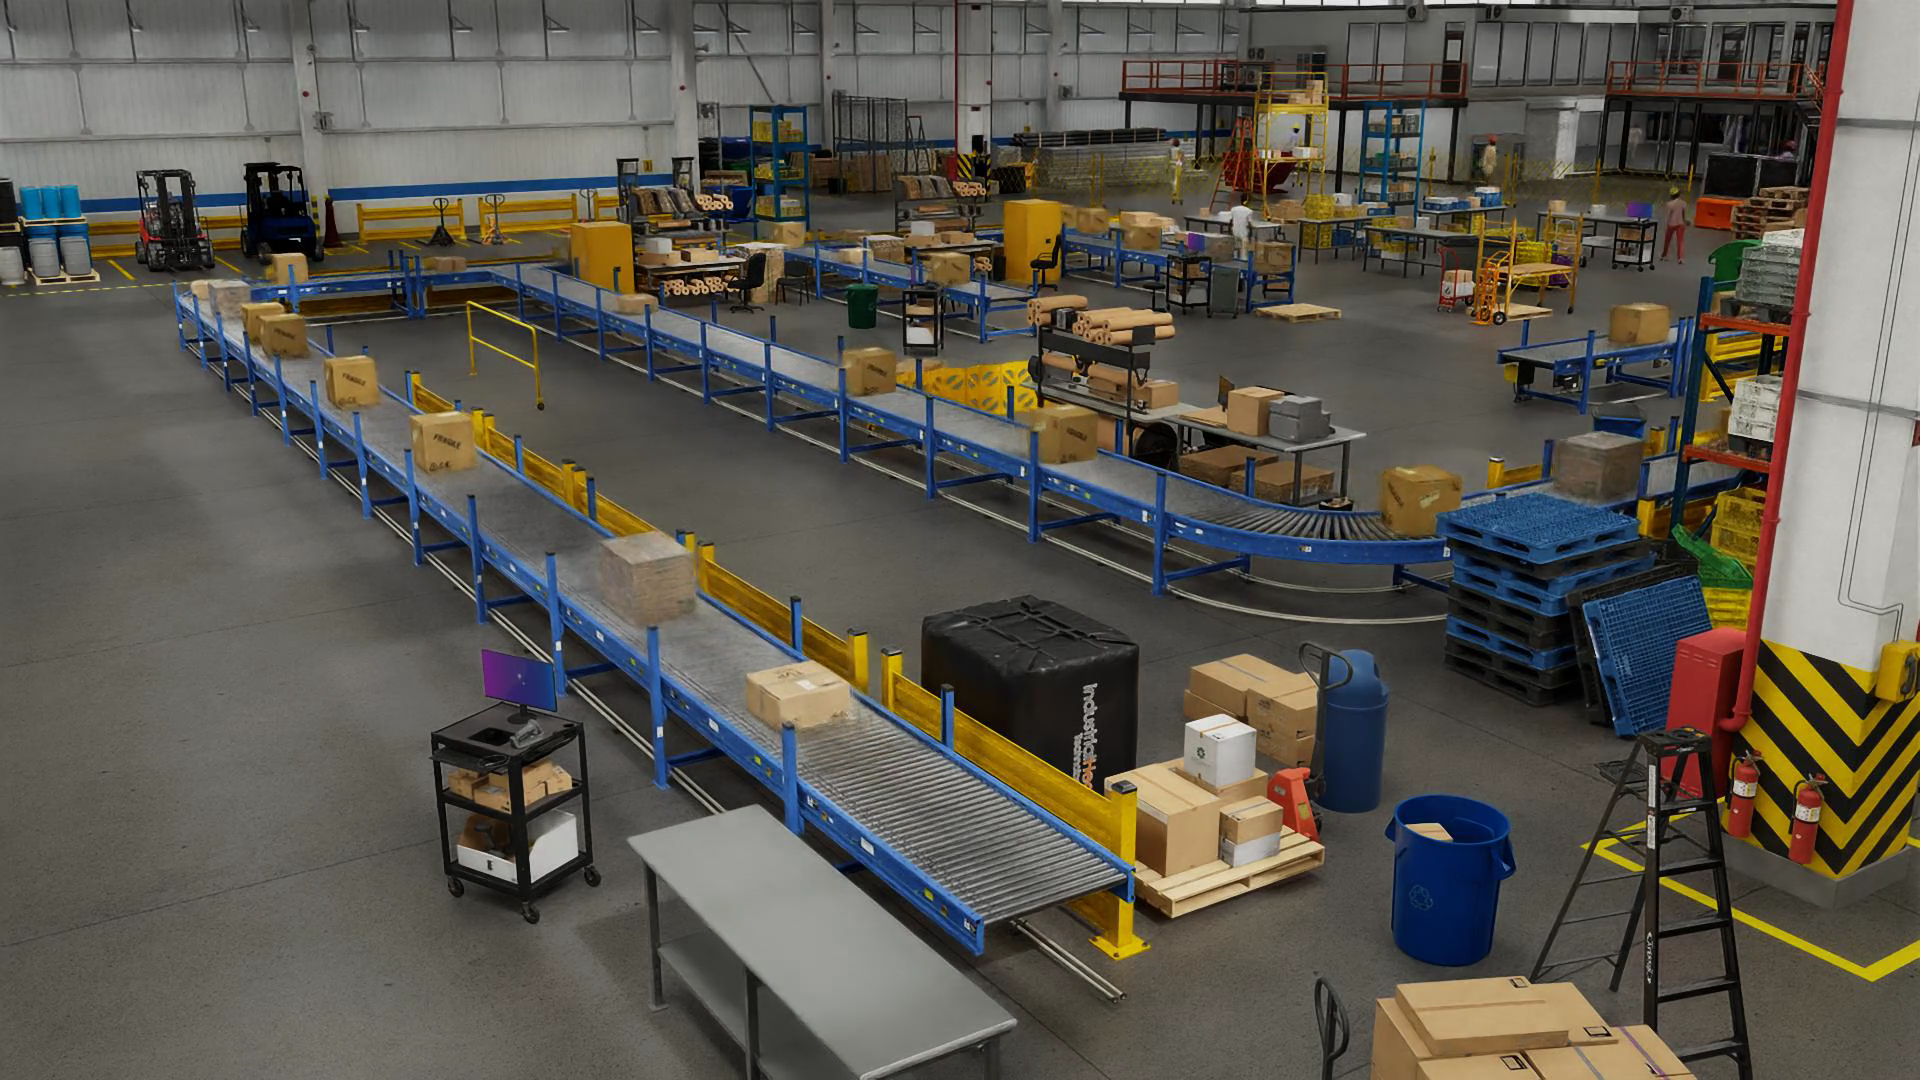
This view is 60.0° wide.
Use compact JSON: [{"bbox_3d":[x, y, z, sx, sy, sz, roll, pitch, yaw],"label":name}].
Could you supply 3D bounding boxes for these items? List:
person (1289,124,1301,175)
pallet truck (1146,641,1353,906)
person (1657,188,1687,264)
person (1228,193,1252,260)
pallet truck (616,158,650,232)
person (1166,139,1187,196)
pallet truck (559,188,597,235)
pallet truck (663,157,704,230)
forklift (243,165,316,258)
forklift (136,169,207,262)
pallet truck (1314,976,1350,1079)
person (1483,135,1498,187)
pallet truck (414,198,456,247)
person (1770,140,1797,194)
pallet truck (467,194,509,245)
[{"bbox_3d":[12.774,-14.894,63.423,0.425,1.917,0.628,5,18,18],"label":"person"},{"bbox_3d":[1.664,1.407,10.232,1.630,1.274,0.653,-10,20,-31],"label":"pallet truck"},{"bbox_3d":[16.489,-7.249,38.352,0.541,1.699,0.945,0,17,-1],"label":"person"},{"bbox_3d":[6.005,-6.544,35.771,0.571,1.851,0.373,8,19,25],"label":"person"},{"bbox_3d":[-8.918,-9.176,44.255,0.823,1.965,1.885,-9,19,-27],"label":"pallet truck"},{"bbox_3d":[7.146,-12.303,54.946,0.588,1.823,1.005,7,18,23],"label":"person"},{"bbox_3d":[-10.010,-8.652,43.699,0.653,1.274,1.630,-10,20,-31],"label":"pallet truck"},{"bbox_3d":[-7.586,-9.308,44.692,0.823,1.965,1.885,-11,20,-33],"label":"pallet truck"},{"bbox_3d":[-15.898,-7.669,38.708,1.157,1.987,2.680,-11,20,-33],"label":"forklift"},{"bbox_3d":[-17.842,-7.318,37.559,1.157,1.987,2.680,-10,20,-31],"label":"forklift"},{"bbox_3d":[2.299,2.390,7.086,1.601,1.201,0.680,-2,17,-7],"label":"pallet truck"},{"bbox_3d":[17.846,-12.617,55.839,0.552,1.923,0.470,-15,23,-42],"label":"person"},{"bbox_3d":[-13.250,-8.060,41.856,0.680,1.201,1.601,-10,20,-31],"label":"pallet truck"},{"bbox_3d":[25.534,-11.382,51.608,1.020,2.005,0.604,3,17,9],"label":"person"},{"bbox_3d":[-11.983,-8.177,42.137,0.704,1.261,1.522,-11,20,-33],"label":"pallet truck"}]
